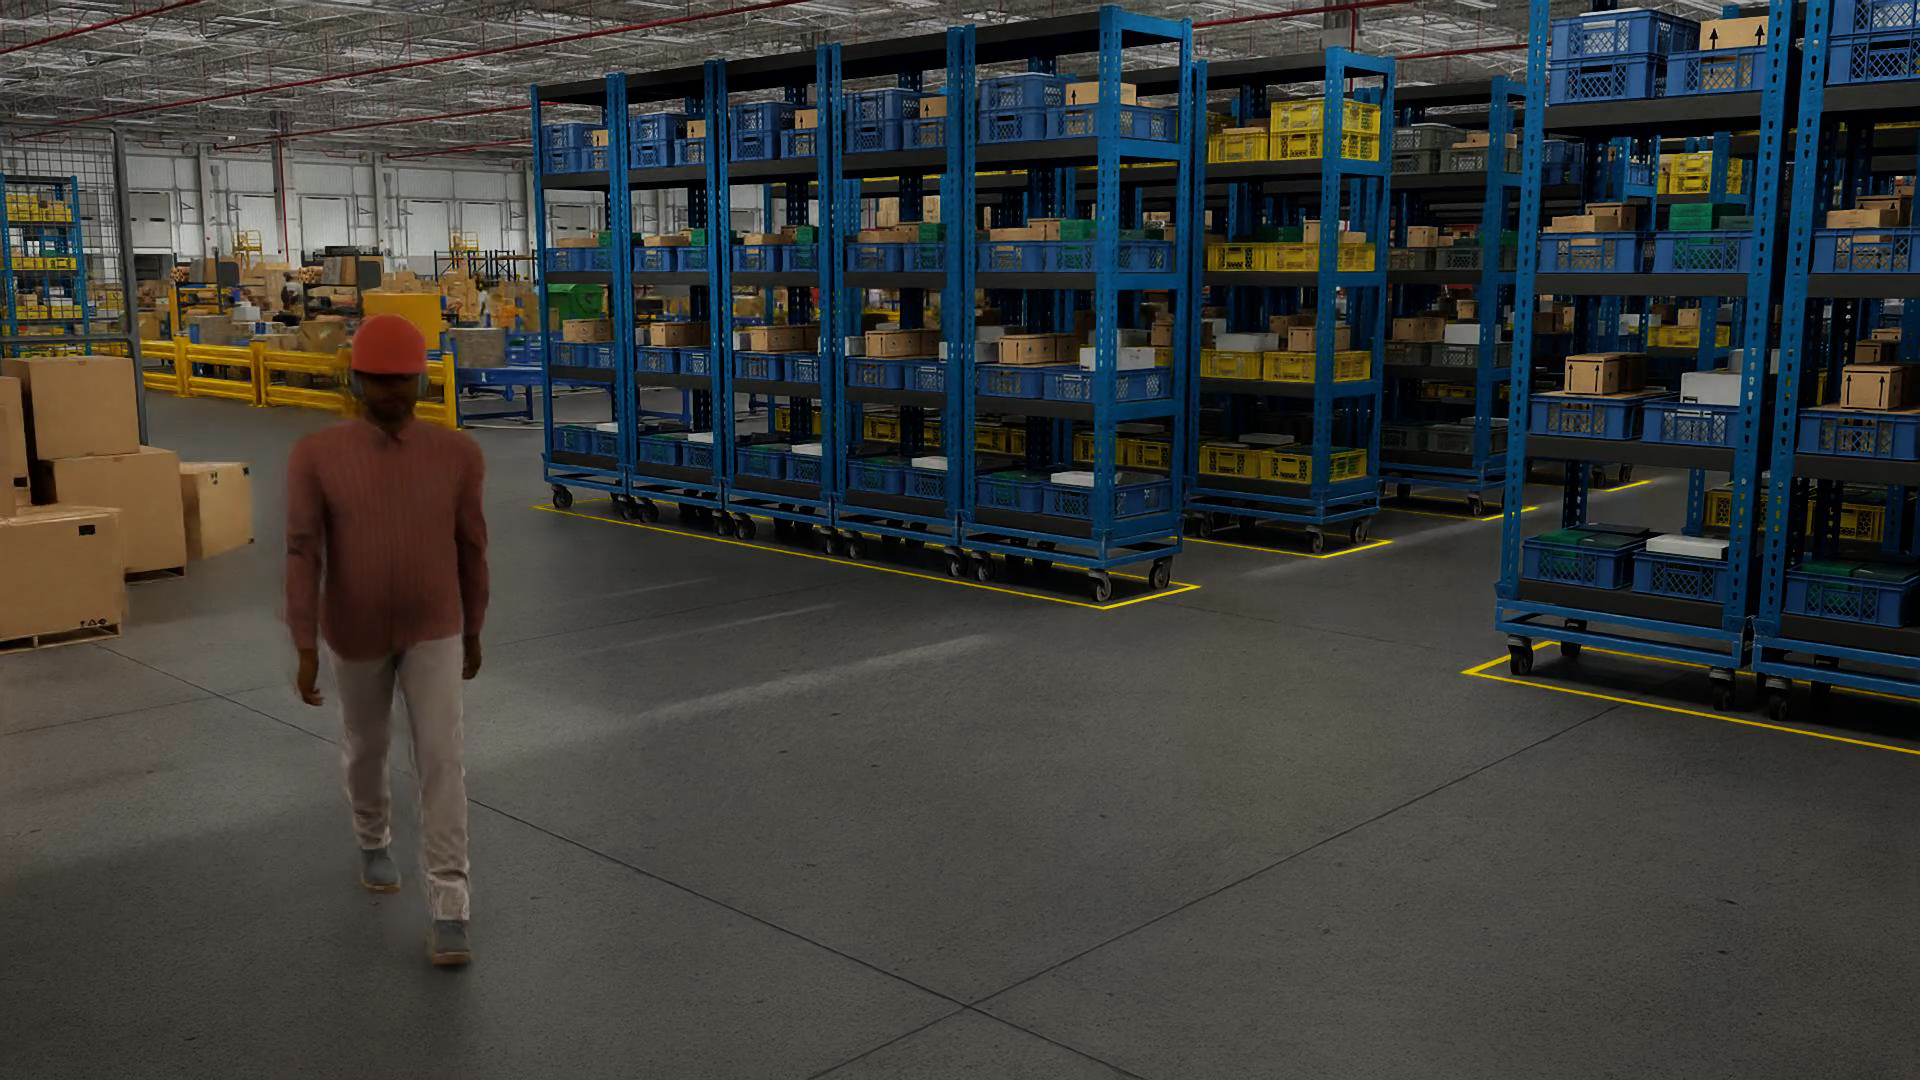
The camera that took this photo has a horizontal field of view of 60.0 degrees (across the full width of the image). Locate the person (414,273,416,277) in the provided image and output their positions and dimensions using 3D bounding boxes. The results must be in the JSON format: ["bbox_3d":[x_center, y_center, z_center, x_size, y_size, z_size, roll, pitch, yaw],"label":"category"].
[{"bbox_3d":[-28.765,-13.130,87.553,0.533,1.864,0.310,9,13,43],"label":"person"}]

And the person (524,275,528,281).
[{"bbox_3d":[-24.708,-14.251,94.803,0.492,1.740,0.318,9,13,43],"label":"person"}]

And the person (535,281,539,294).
[{"bbox_3d":[-17.401,-9.961,68.729,0.525,1.663,0.849,8,13,42],"label":"person"}]

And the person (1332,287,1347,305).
[{"bbox_3d":[5.744,-2.910,24.766,0.651,1.906,0.403,9,13,43],"label":"person"}]

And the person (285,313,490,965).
[{"bbox_3d":[-1.784,0.266,5.222,0.622,1.951,1.054,-4,10,-24],"label":"person"}]

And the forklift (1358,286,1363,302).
[{"bbox_3d":[11.100,-7.017,46.970,1.873,2.768,1.129,9,13,43],"label":"forklift"}]

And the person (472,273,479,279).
[{"bbox_3d":[-17.899,-8.974,61.864,0.423,1.930,0.674,-5,10,-27],"label":"person"}]

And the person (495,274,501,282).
[{"bbox_3d":[-25.792,-14.015,93.207,0.511,1.804,0.955,1,9,5],"label":"person"}]

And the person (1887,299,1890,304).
[{"bbox_3d":[25.123,-6.069,44.568,0.533,1.765,0.324,9,13,43],"label":"person"}]

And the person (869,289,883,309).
[{"bbox_3d":[-3.150,-8.842,61.248,0.582,1.885,0.985,0,9,-3],"label":"person"}]

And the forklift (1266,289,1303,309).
[{"bbox_3d":[9.827,-7.704,51.181,1.129,2.768,1.873,-6,11,-34],"label":"forklift"}]

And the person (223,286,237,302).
[{"bbox_3d":[-18.951,-5.798,42.986,0.522,1.736,0.824,0,9,-1],"label":"person"}]

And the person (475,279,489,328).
[{"bbox_3d":[-11.718,-5.533,41.068,0.884,1.841,0.525,-5,10,-28],"label":"person"}]

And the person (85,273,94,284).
[{"bbox_3d":[-41.206,-11.742,79.023,1.004,1.880,0.601,-3,10,-19],"label":"person"}]

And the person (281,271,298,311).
[{"bbox_3d":[-23.072,-8.239,57.028,0.999,2.000,0.706,-6,11,-34],"label":"person"}]
